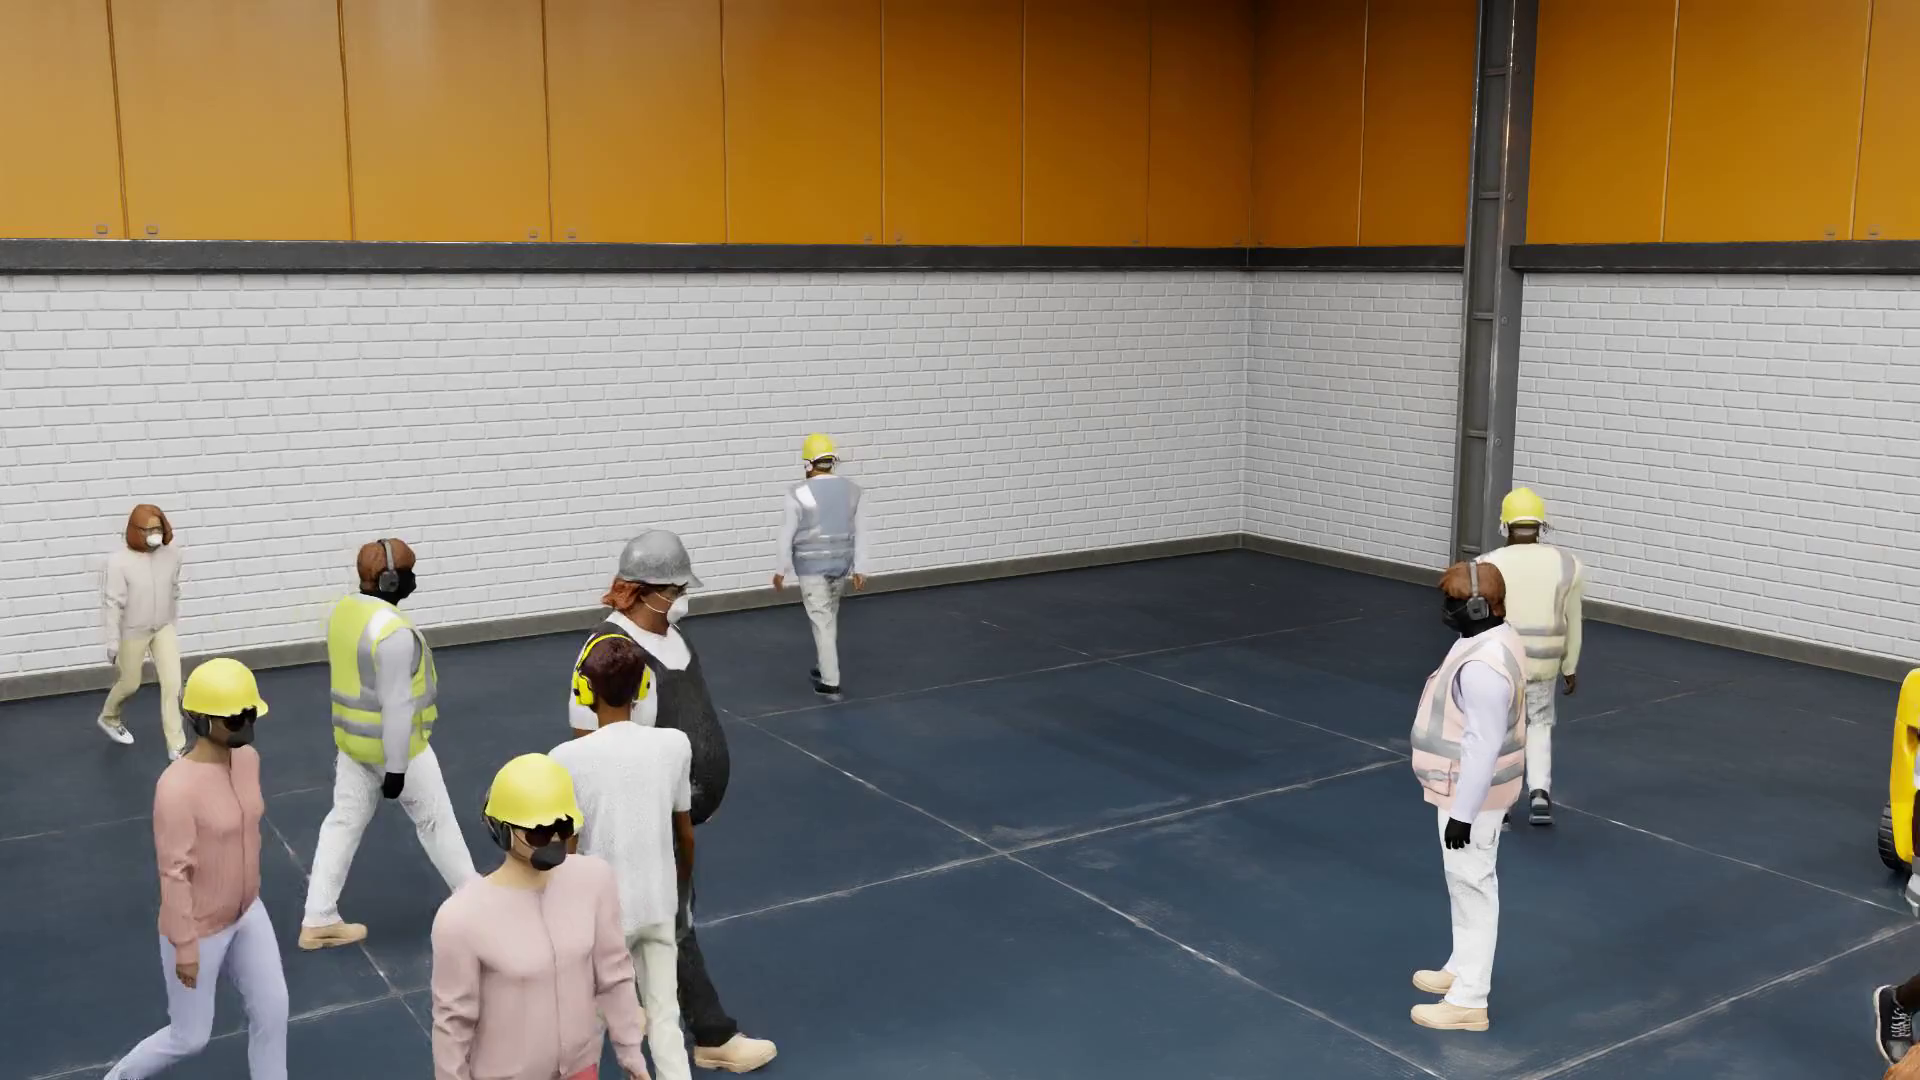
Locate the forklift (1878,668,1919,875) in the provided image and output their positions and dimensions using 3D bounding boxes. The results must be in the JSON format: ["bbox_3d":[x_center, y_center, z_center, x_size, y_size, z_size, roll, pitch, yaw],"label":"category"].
[{"bbox_3d":[5.511,0.571,7.906,2.313,2.155,1.214,-6,11,-33],"label":"forklift"}]

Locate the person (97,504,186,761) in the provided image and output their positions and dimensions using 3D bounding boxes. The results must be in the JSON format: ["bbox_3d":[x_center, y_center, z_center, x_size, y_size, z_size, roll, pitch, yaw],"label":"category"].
[{"bbox_3d":[-4.934,0.542,9.956,0.830,1.579,0.508,6,11,34],"label":"person"}]

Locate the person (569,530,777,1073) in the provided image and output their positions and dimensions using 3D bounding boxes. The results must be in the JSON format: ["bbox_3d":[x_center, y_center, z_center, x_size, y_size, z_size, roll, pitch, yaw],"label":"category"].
[{"bbox_3d":[-1.090,0.929,6.209,0.842,2.000,0.700,2,10,11],"label":"person"}]

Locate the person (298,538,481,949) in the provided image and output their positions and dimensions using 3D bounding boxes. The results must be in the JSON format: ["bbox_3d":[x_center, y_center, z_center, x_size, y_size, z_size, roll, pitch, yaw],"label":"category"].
[{"bbox_3d":[-2.489,0.872,7.306,0.620,1.795,0.964,9,13,42],"label":"person"}]

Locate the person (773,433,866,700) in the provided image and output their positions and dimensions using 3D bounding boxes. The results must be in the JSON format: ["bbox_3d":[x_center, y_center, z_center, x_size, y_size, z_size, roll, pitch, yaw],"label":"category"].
[{"bbox_3d":[-1.010,0.165,11.500,0.601,1.801,0.744,-7,12,-36],"label":"person"}]

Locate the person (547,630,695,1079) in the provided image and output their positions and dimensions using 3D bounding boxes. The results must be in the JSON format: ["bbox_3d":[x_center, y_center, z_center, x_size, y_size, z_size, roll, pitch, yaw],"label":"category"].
[{"bbox_3d":[-1.098,1.193,5.314,0.547,1.817,1.020,-6,11,-31],"label":"person"}]

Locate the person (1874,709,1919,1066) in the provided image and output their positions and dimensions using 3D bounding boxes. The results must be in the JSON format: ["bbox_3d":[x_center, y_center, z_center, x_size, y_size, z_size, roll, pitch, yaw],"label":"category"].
[{"bbox_3d":[3.497,1.072,5.632,0.614,1.944,0.693,0,9,-2],"label":"person"}]

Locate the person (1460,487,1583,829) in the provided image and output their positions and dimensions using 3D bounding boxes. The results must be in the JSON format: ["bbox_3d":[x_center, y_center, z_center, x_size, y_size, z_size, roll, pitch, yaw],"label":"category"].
[{"bbox_3d":[2.901,0.634,8.638,0.613,1.821,0.438,1,9,5],"label":"person"}]

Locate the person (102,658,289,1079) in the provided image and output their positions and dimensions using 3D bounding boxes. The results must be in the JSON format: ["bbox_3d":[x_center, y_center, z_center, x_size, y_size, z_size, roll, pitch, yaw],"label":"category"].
[{"bbox_3d":[-2.501,1.218,5.406,0.739,1.732,0.545,2,10,10],"label":"person"}]

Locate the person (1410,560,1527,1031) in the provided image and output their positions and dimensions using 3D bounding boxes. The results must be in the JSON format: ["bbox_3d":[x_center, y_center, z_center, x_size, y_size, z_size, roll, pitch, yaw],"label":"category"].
[{"bbox_3d":[1.973,0.984,6.490,0.429,1.841,0.625,3,10,19],"label":"person"}]

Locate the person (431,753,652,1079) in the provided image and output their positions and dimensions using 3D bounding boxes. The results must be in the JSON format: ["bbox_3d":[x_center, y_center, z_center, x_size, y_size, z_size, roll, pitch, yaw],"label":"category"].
[{"bbox_3d":[-1.081,1.393,4.301,0.410,1.753,0.531,8,12,38],"label":"person"}]

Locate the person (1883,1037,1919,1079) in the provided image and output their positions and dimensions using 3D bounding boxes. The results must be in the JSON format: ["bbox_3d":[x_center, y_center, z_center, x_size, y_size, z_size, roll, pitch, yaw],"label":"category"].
[{"bbox_3d":[1.829,1.662,3.027,0.514,1.612,0.598,-9,13,-43],"label":"person"}]
